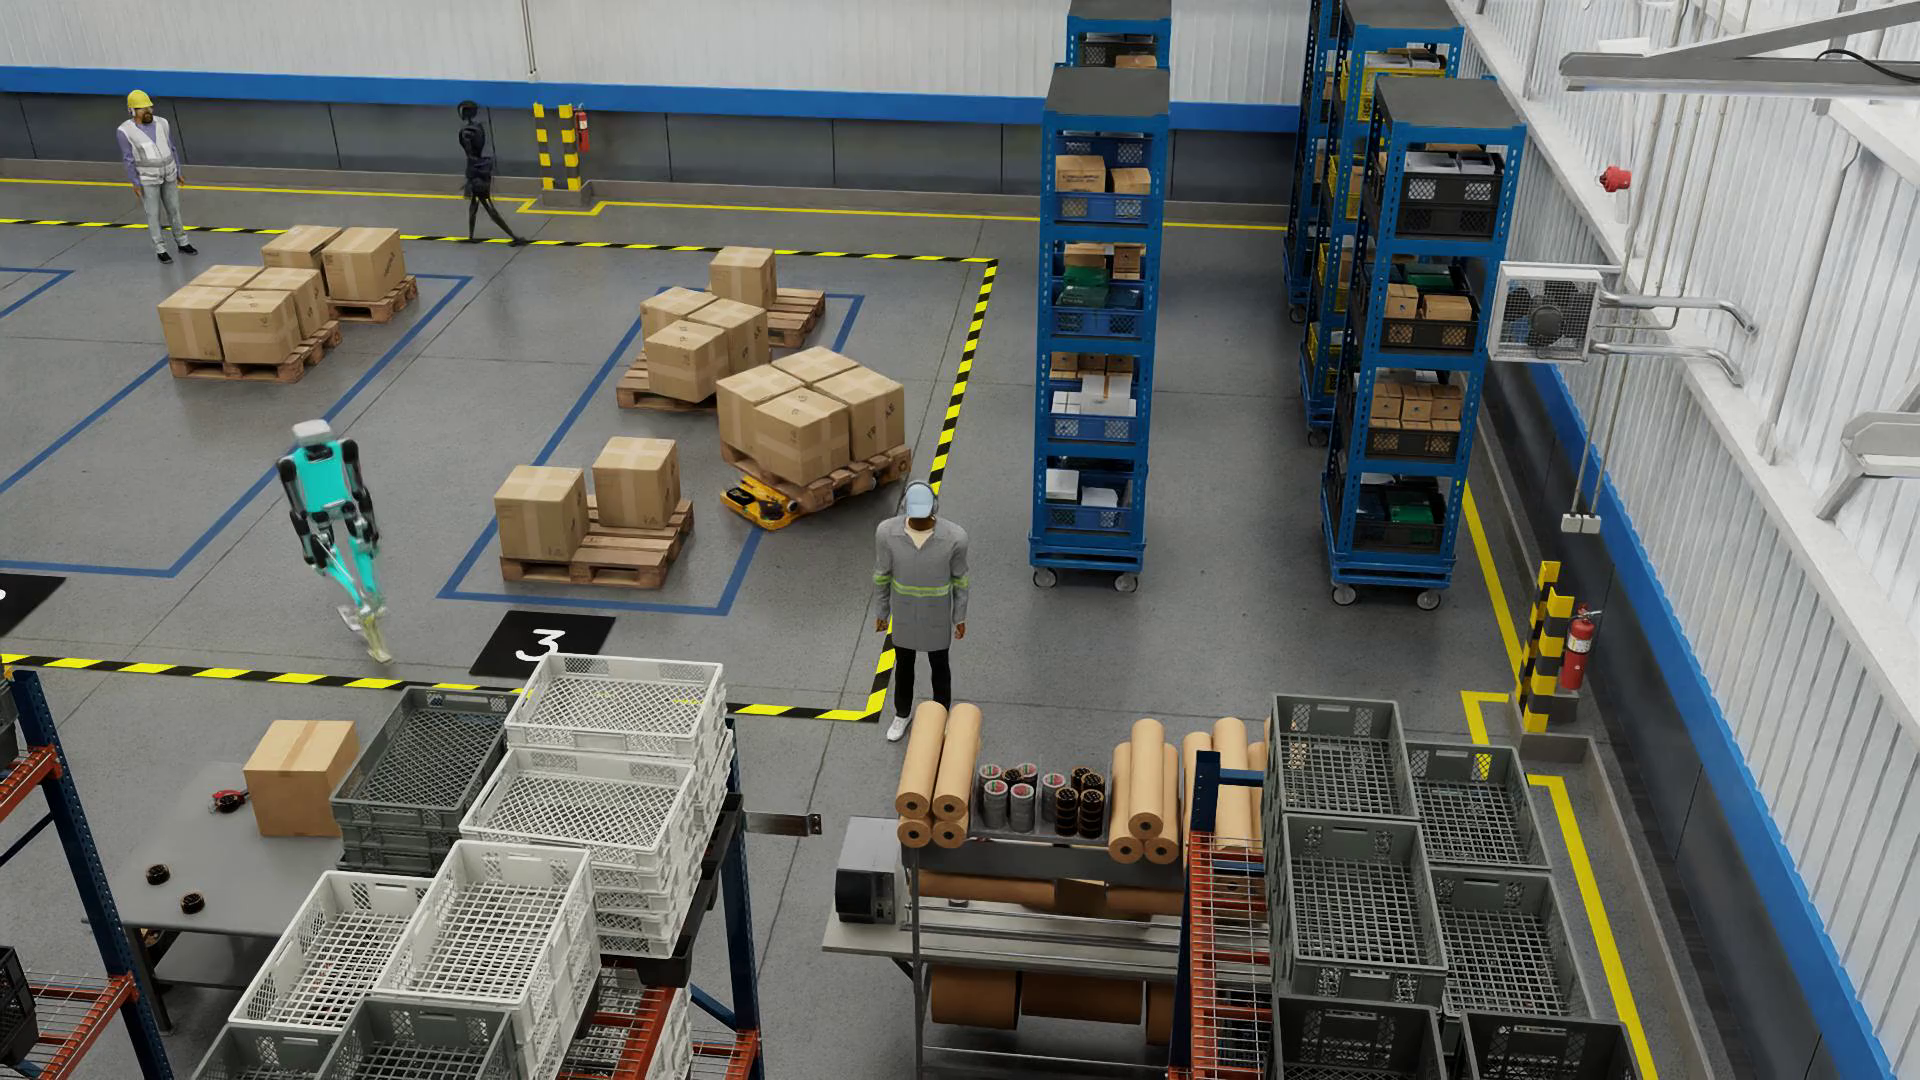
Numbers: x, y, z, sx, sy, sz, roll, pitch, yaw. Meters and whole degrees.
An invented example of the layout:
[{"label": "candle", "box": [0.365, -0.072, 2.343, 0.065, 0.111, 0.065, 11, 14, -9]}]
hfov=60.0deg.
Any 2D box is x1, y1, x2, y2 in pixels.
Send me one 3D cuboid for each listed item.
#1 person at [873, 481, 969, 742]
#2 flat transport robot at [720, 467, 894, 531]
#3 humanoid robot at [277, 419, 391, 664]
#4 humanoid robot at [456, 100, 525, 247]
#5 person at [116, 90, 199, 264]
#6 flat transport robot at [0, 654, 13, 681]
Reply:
[{"label": "person", "box": [-0.246, 0.455, 10.317, 0.596, 1.851, 0.384, 4, 30, 6]}, {"label": "flat transport robot", "box": [-1.179, -0.507, 13.516, 1.431, 0.197, 0.652, -25, 39, -36]}, {"label": "humanoid robot", "box": [-4.063, 0.072, 11.078, 0.534, 1.728, 1.007, -24, 38, -35]}, {"label": "humanoid robot", "box": [-5.237, -3.978, 18.171, 0.788, 1.646, 0.585, -2, 30, -4]}, {"label": "person", "box": [-8.598, -3.896, 17.805, 0.404, 1.837, 0.589, 19, 35, 30]}, {"label": "flat transport robot", "box": [-7.142, 0.969, 11.010, 1.431, 0.231, 0.659, 3, 30, 6]}]
